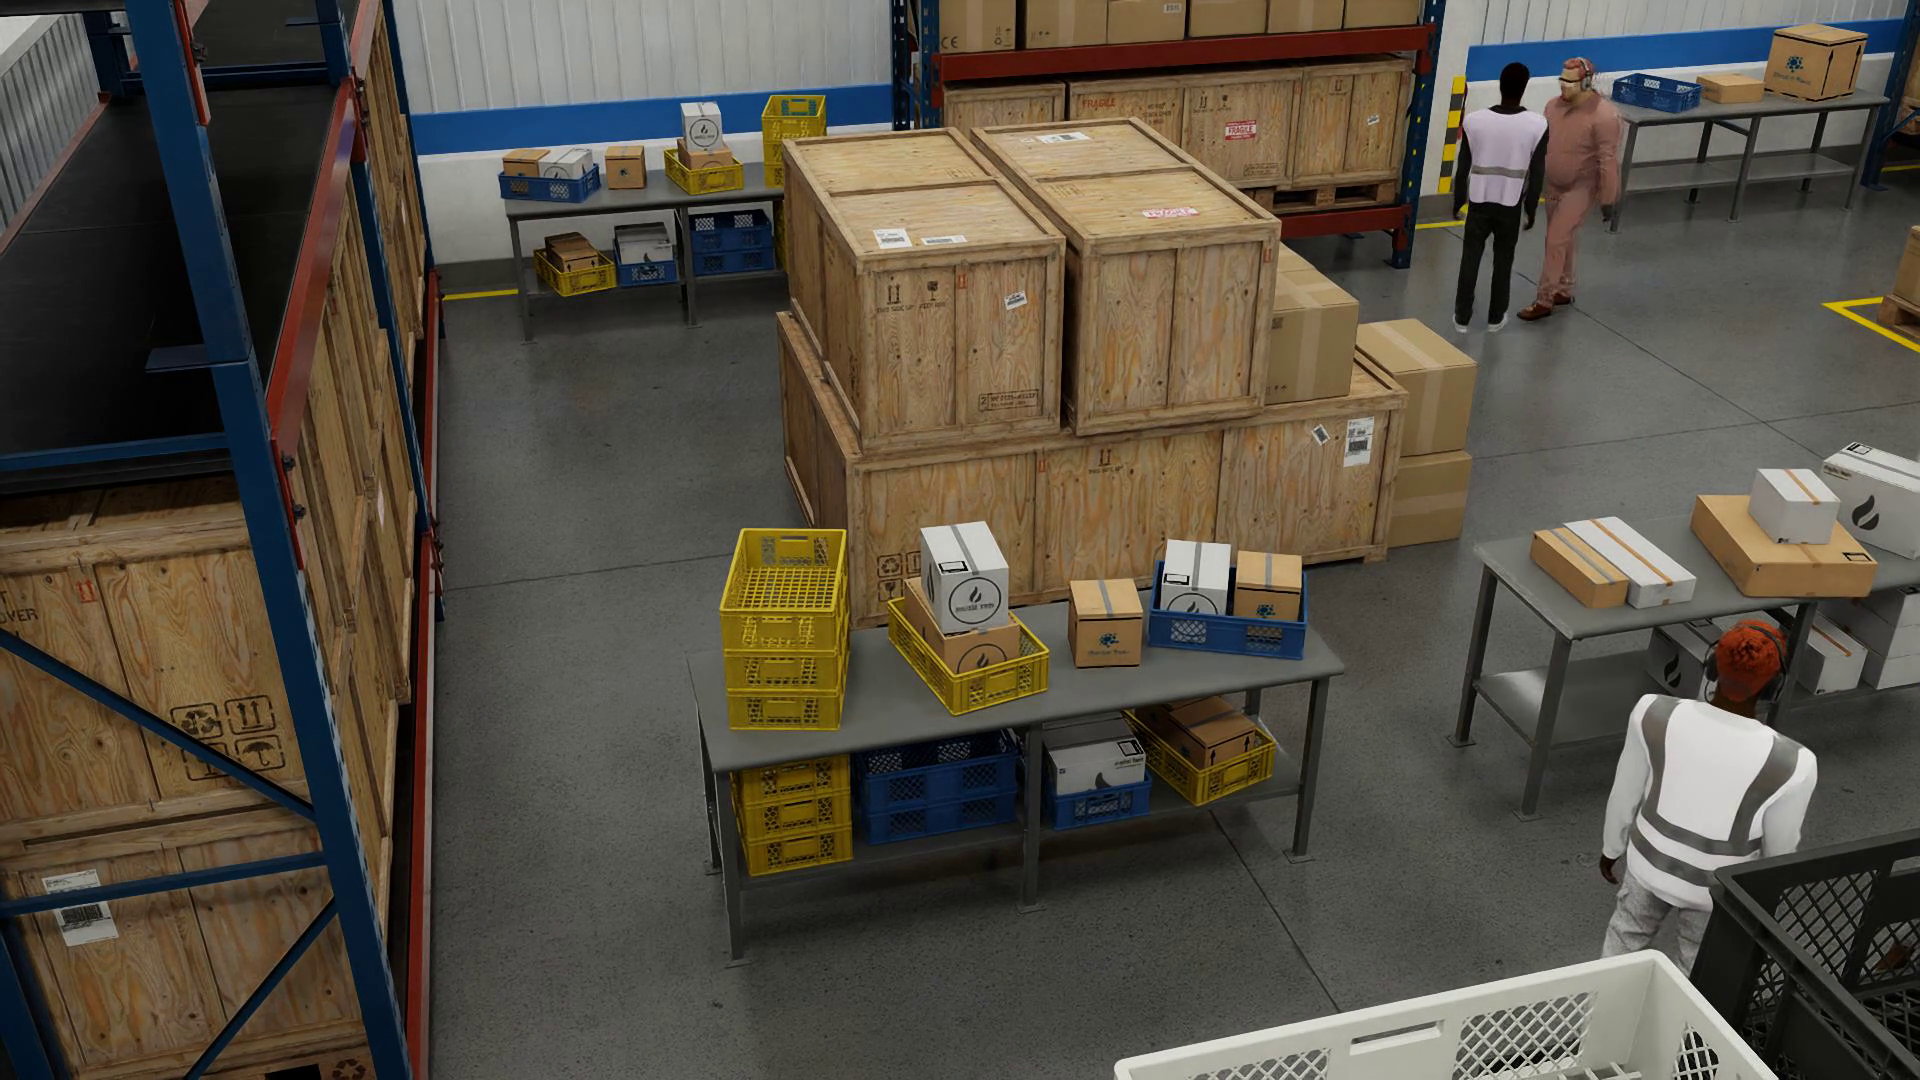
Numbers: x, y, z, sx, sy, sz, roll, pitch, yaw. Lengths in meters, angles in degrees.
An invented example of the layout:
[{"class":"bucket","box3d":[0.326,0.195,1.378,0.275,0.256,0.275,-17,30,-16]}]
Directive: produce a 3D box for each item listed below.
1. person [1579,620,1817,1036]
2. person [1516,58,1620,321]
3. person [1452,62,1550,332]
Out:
[{"class":"person","box3d":[2.377,1.096,5.448,0.578,1.878,0.343,22,36,34]},{"class":"person","box3d":[4.325,-2.524,12.018,0.800,1.874,0.681,-12,31,-21]},{"class":"person","box3d":[3.784,-2.394,11.741,0.593,1.916,0.410,10,30,18]}]
